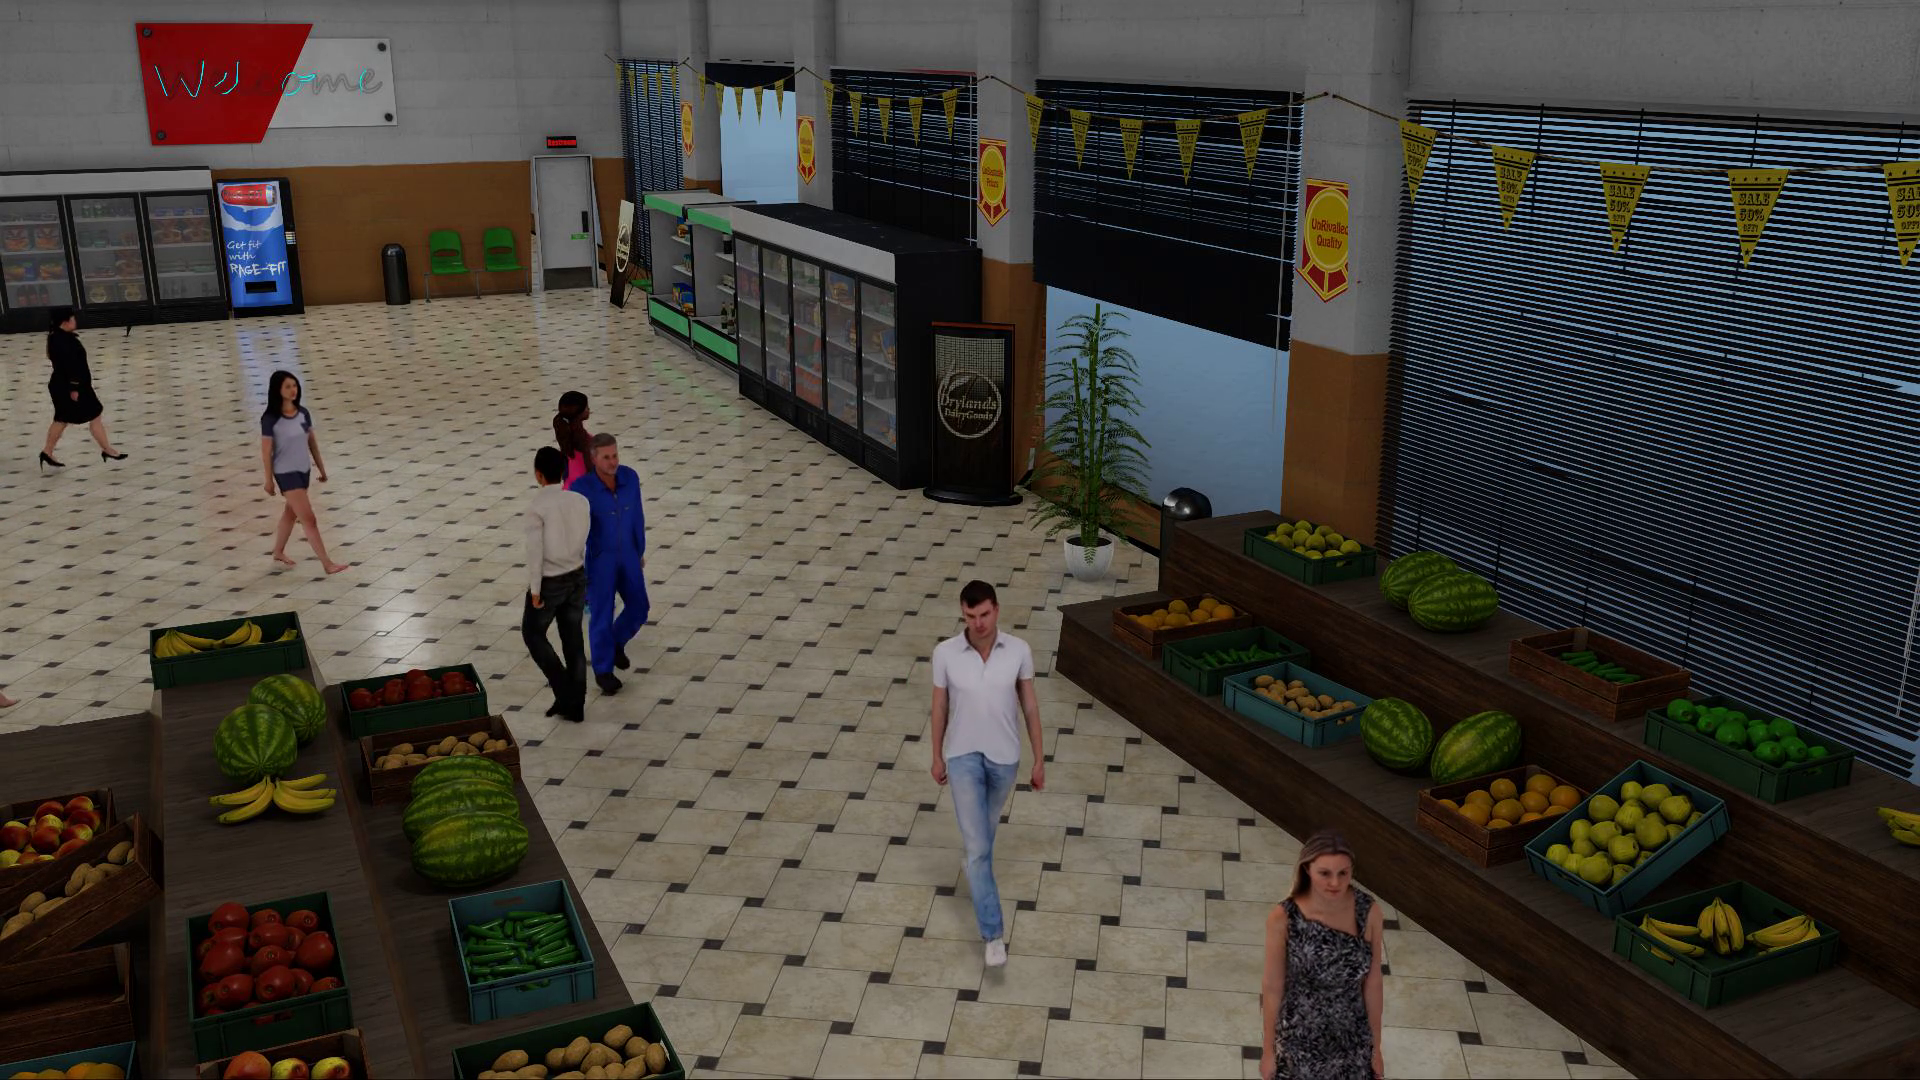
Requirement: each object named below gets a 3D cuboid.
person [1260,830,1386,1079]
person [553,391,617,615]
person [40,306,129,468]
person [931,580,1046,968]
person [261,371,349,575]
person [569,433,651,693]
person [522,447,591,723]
[{"bbox_3d":[1.285,1.778,5.892,0.672,1.695,0.673,-1,17,-2],"label":"person"},{"bbox_3d":[-2.895,-0.296,12.674,0.691,1.724,0.581,-15,23,-41],"label":"person"},{"bbox_3d":[-9.070,-1.504,16.803,0.947,1.636,1.071,-14,22,-38],"label":"person"},{"bbox_3d":[0.103,1.054,8.118,0.922,1.788,1.357,-4,17,-12],"label":"person"},{"bbox_3d":[-5.488,-0.530,13.565,1.165,1.655,1.047,8,19,24],"label":"person"},{"bbox_3d":[-2.388,0.124,11.159,0.860,1.800,0.905,-14,22,-39],"label":"person"},{"bbox_3d":[-2.481,0.314,10.532,0.808,1.802,0.778,14,22,39],"label":"person"}]
